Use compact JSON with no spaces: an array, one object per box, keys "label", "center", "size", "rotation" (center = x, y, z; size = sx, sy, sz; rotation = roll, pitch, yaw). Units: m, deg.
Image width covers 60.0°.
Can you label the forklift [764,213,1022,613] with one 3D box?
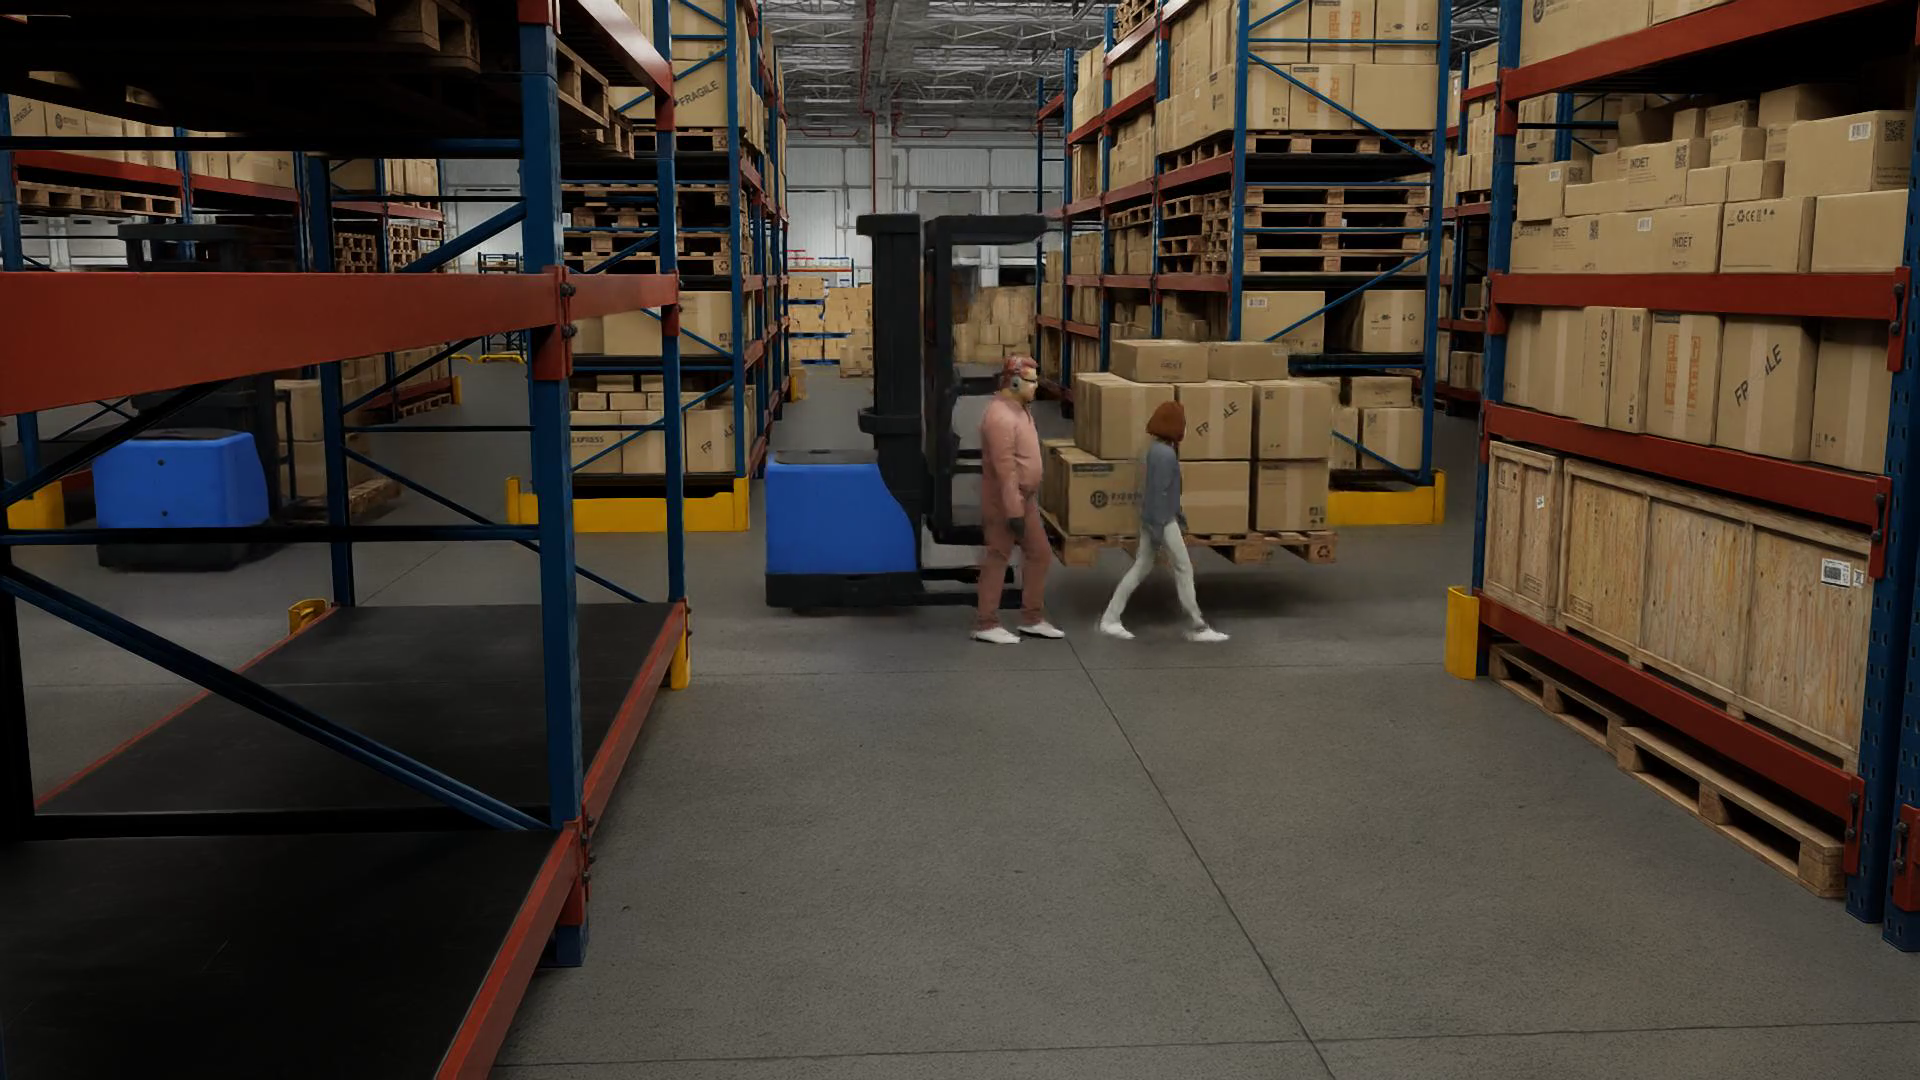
[{"label":"forklift","center":[-0.483,-0.943,12.051],"size":[1.873,2.768,1.129],"rotation":[-1,9,-5]}]

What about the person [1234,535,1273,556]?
[{"label":"person","center":[2.479,-0.701,14.251],"size":[0.533,1.692,0.322],"rotation":[3,9,15]}]

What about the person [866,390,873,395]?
[{"label":"person","center":[-1.371,-3.772,33.254],"size":[0.990,1.787,0.657],"rotation":[-3,9,-16]}]

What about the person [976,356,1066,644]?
[{"label":"person","center":[0.417,-0.239,10.744],"size":[0.715,1.878,0.684],"rotation":[2,9,15]}]

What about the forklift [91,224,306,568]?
[{"label":"forklift","center":[-6.473,-1.261,14.046],"size":[1.129,2.768,1.873],"rotation":[-1,9,-4]}]

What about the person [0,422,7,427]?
[{"label":"person","center":[-15.314,-2.728,26.075],"size":[0.642,1.982,0.515],"rotation":[3,10,19]}]

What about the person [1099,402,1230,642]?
[{"label":"person","center":[1.317,-0.113,10.886],"size":[0.839,1.591,0.501],"rotation":[-1,9,-4]}]
